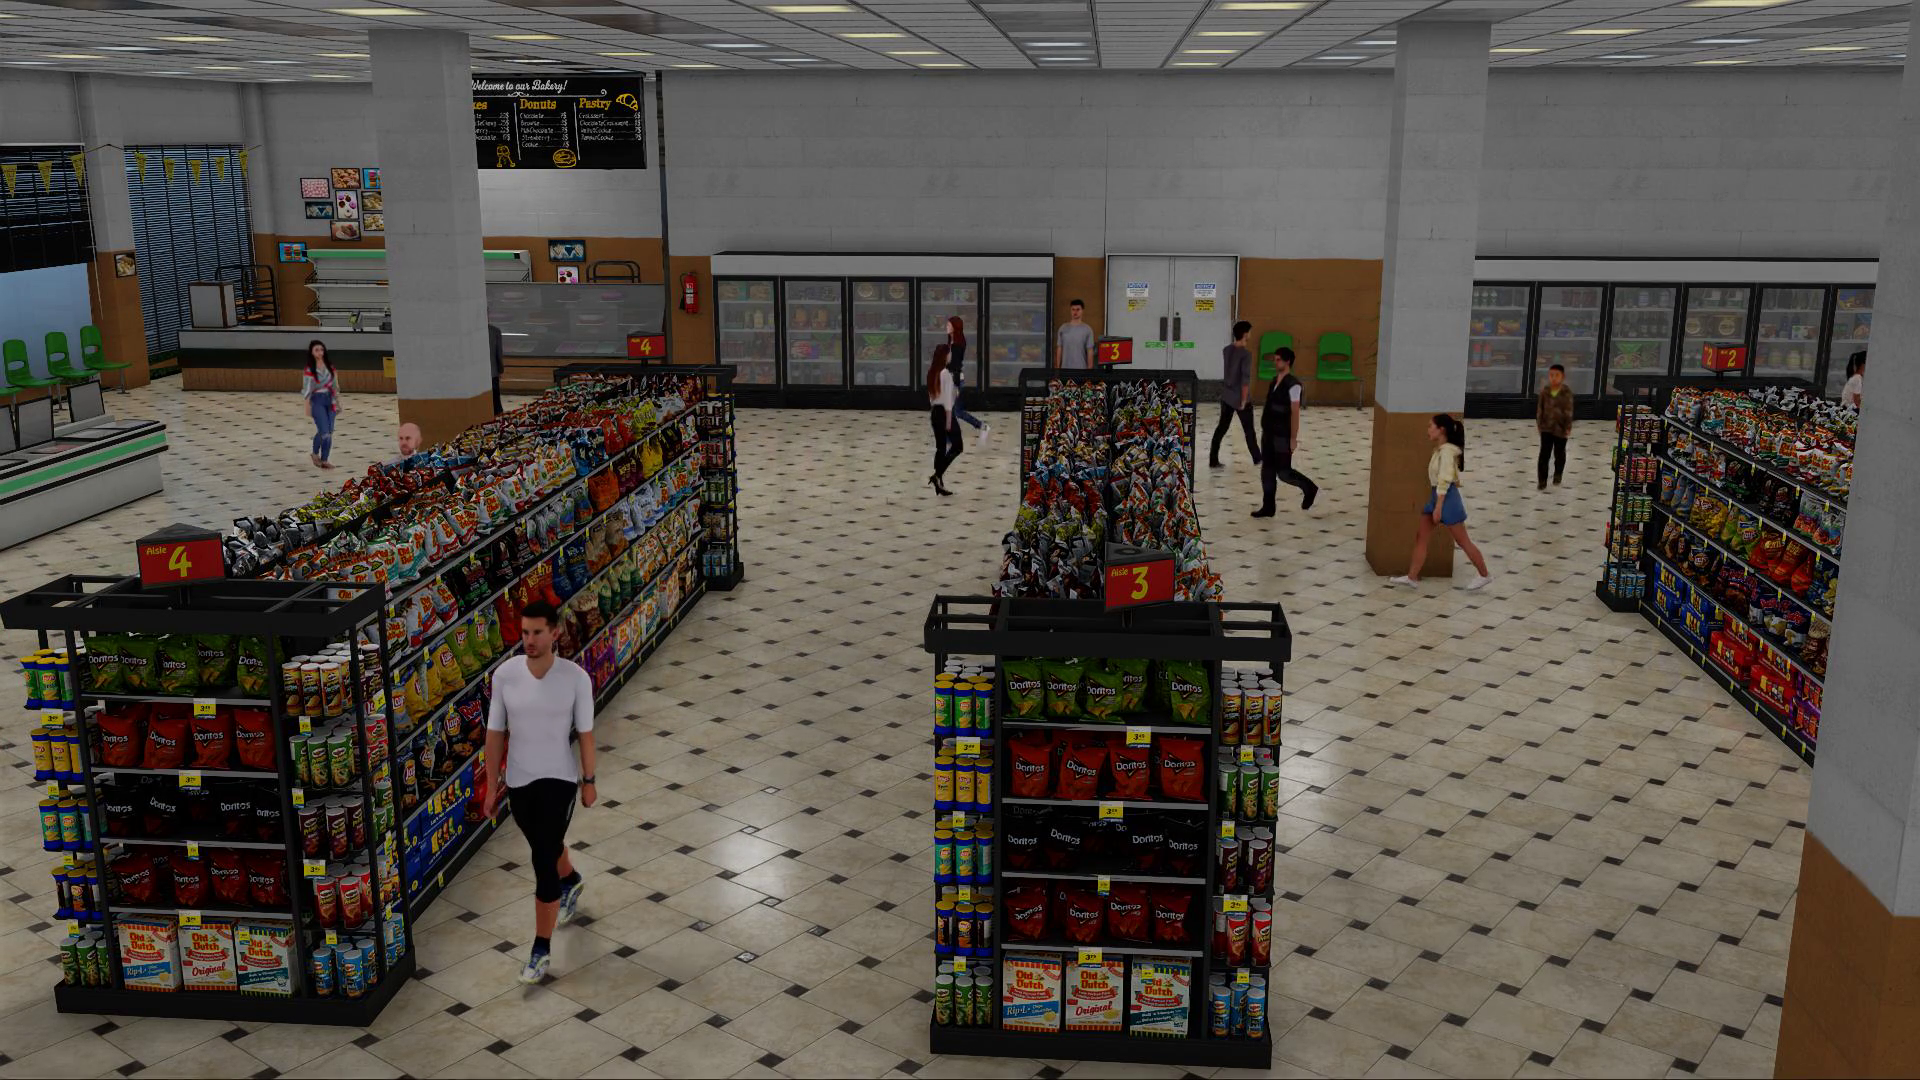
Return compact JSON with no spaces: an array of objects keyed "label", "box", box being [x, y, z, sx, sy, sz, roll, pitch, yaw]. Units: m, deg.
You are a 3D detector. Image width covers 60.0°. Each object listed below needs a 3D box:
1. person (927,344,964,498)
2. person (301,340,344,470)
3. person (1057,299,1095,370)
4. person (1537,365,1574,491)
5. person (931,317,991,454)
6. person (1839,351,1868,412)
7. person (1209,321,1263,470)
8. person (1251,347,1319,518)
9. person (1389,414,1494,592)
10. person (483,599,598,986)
[{"label":"person","box":[-0.263,-1.330,18.818,0.807,1.749,0.739,-8,16,-30]},{"label":"person","box":[-7.921,-1.673,20.544,0.776,1.601,0.705,11,17,37]},{"label":"person","box":[1.579,-2.340,22.706,0.750,1.880,0.702,6,15,22]},{"label":"person","box":[6.969,-1.318,19.444,0.745,1.431,1.020,6,15,22]},{"label":"person","box":[0.005,-1.979,21.452,0.886,1.769,1.028,-4,14,-15]},{"label":"person","box":[10.205,-1.383,19.286,0.761,1.631,0.718,6,15,23]},{"label":"person","box":[3.296,-1.725,20.330,1.188,1.803,1.163,-10,17,-35]},{"label":"person","box":[3.505,-1.137,17.849,0.989,1.830,1.042,-6,15,-22]},{"label":"person","box":[4.435,-0.295,14.901,0.844,1.583,1.096,2,14,7]},{"label":"person","box":[-2.073,1.177,8.325,0.675,1.823,1.212,2,14,7]}]
